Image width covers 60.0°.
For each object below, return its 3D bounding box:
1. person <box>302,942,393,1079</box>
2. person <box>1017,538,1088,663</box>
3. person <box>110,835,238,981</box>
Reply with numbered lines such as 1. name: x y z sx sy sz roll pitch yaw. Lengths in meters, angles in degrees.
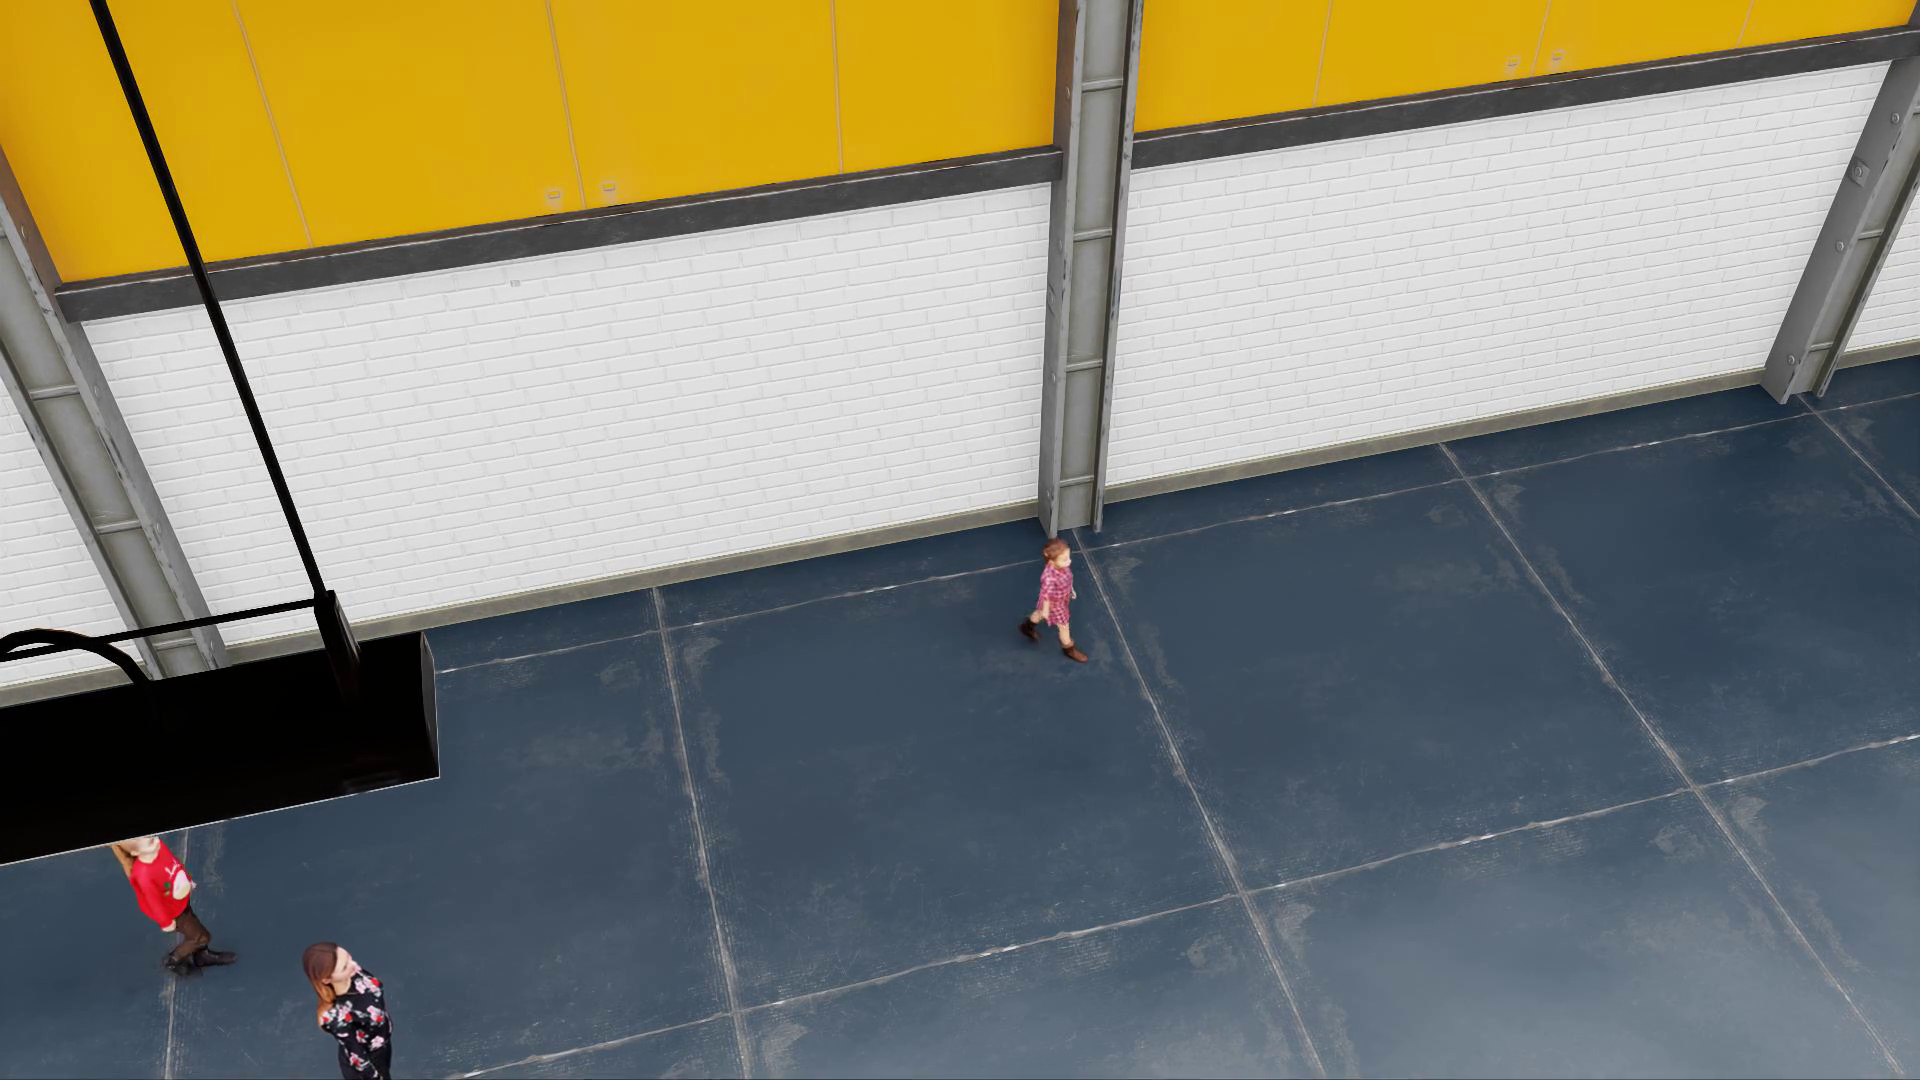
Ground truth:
1. person: -2.906 2.470 8.107 0.505 1.683 0.564 -9 44 -9
2. person: 0.579 0.344 10.823 0.781 1.014 0.685 17 46 17
3. person: -4.297 1.953 8.943 0.578 1.277 0.510 -8 44 -8
